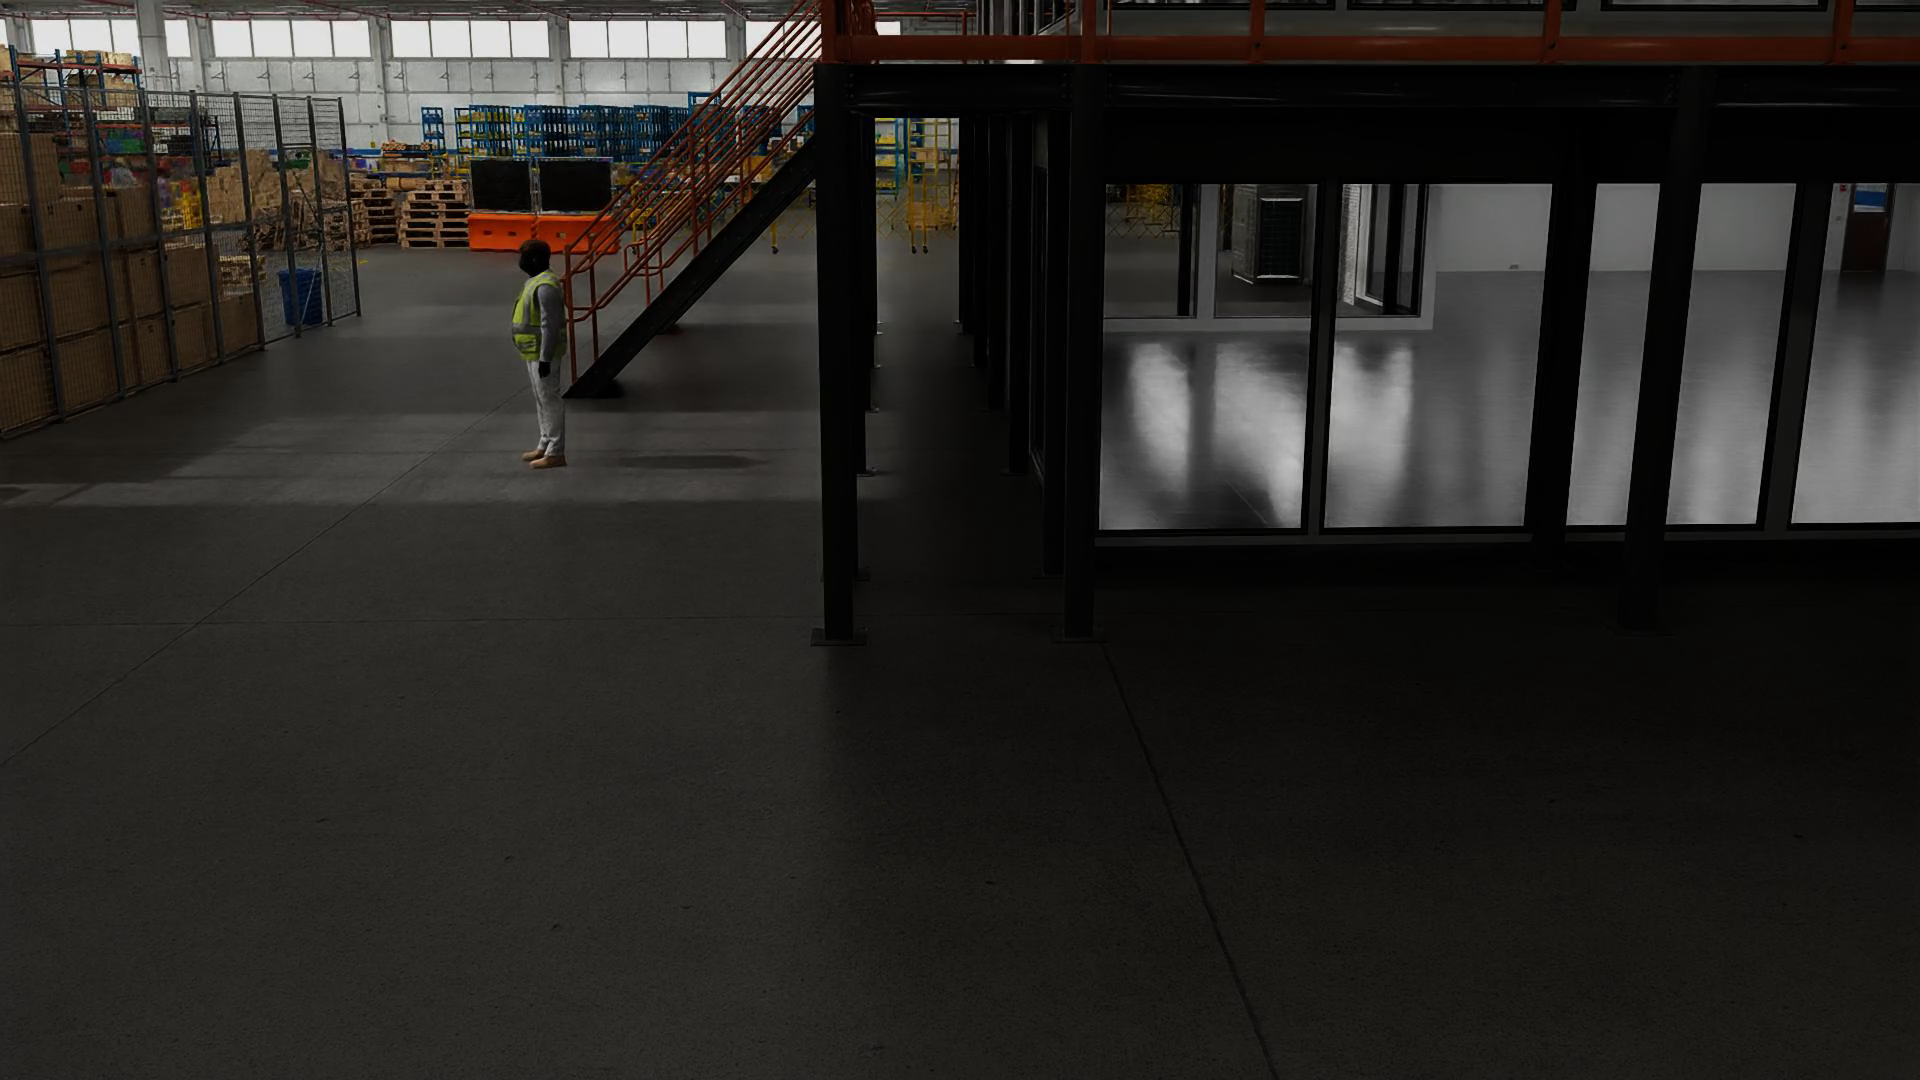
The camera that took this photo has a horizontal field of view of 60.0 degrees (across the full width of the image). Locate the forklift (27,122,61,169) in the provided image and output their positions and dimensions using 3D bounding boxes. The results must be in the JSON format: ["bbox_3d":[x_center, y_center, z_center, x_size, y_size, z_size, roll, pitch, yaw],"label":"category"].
[{"bbox_3d":[-35.376,-14.773,64.377,1.129,2.768,1.873,-1,14,-2],"label":"forklift"}]

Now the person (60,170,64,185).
[{"bbox_3d":[-17.717,-6.378,32.909,0.499,1.861,0.327,13,19,42],"label":"person"}]

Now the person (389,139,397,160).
[{"bbox_3d":[-27.970,-18.770,82.144,0.612,1.997,0.375,13,19,41],"label":"person"}]

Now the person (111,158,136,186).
[{"bbox_3d":[-23.975,-10.064,47.761,0.609,1.785,0.916,-1,14,-4],"label":"person"}]

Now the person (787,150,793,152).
[{"bbox_3d":[-7.528,-16.737,74.204,0.410,1.909,0.643,3,14,12],"label":"person"}]

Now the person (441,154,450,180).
[{"bbox_3d":[-17.152,-12.012,55.595,0.304,1.772,0.526,-2,14,-9],"label":"person"}]

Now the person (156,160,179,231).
[{"bbox_3d":[-15.825,-6.547,33.227,0.461,2.028,0.647,-9,17,-33],"label":"person"}]

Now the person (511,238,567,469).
[{"bbox_3d":[-3.396,-1.507,13.460,0.429,1.846,0.625,-6,15,-22],"label":"person"}]

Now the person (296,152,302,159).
[{"bbox_3d":[-25.253,-13.993,63.683,0.543,1.685,0.380,0,14,1],"label":"person"}]

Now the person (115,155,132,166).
[{"bbox_3d":[-35.314,-15.719,70.195,0.649,1.886,1.047,3,14,10],"label":"person"}]

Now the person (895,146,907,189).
[{"bbox_3d":[-2.497,-15.916,71.108,0.618,1.809,0.616,9,17,32],"label":"person"}]
